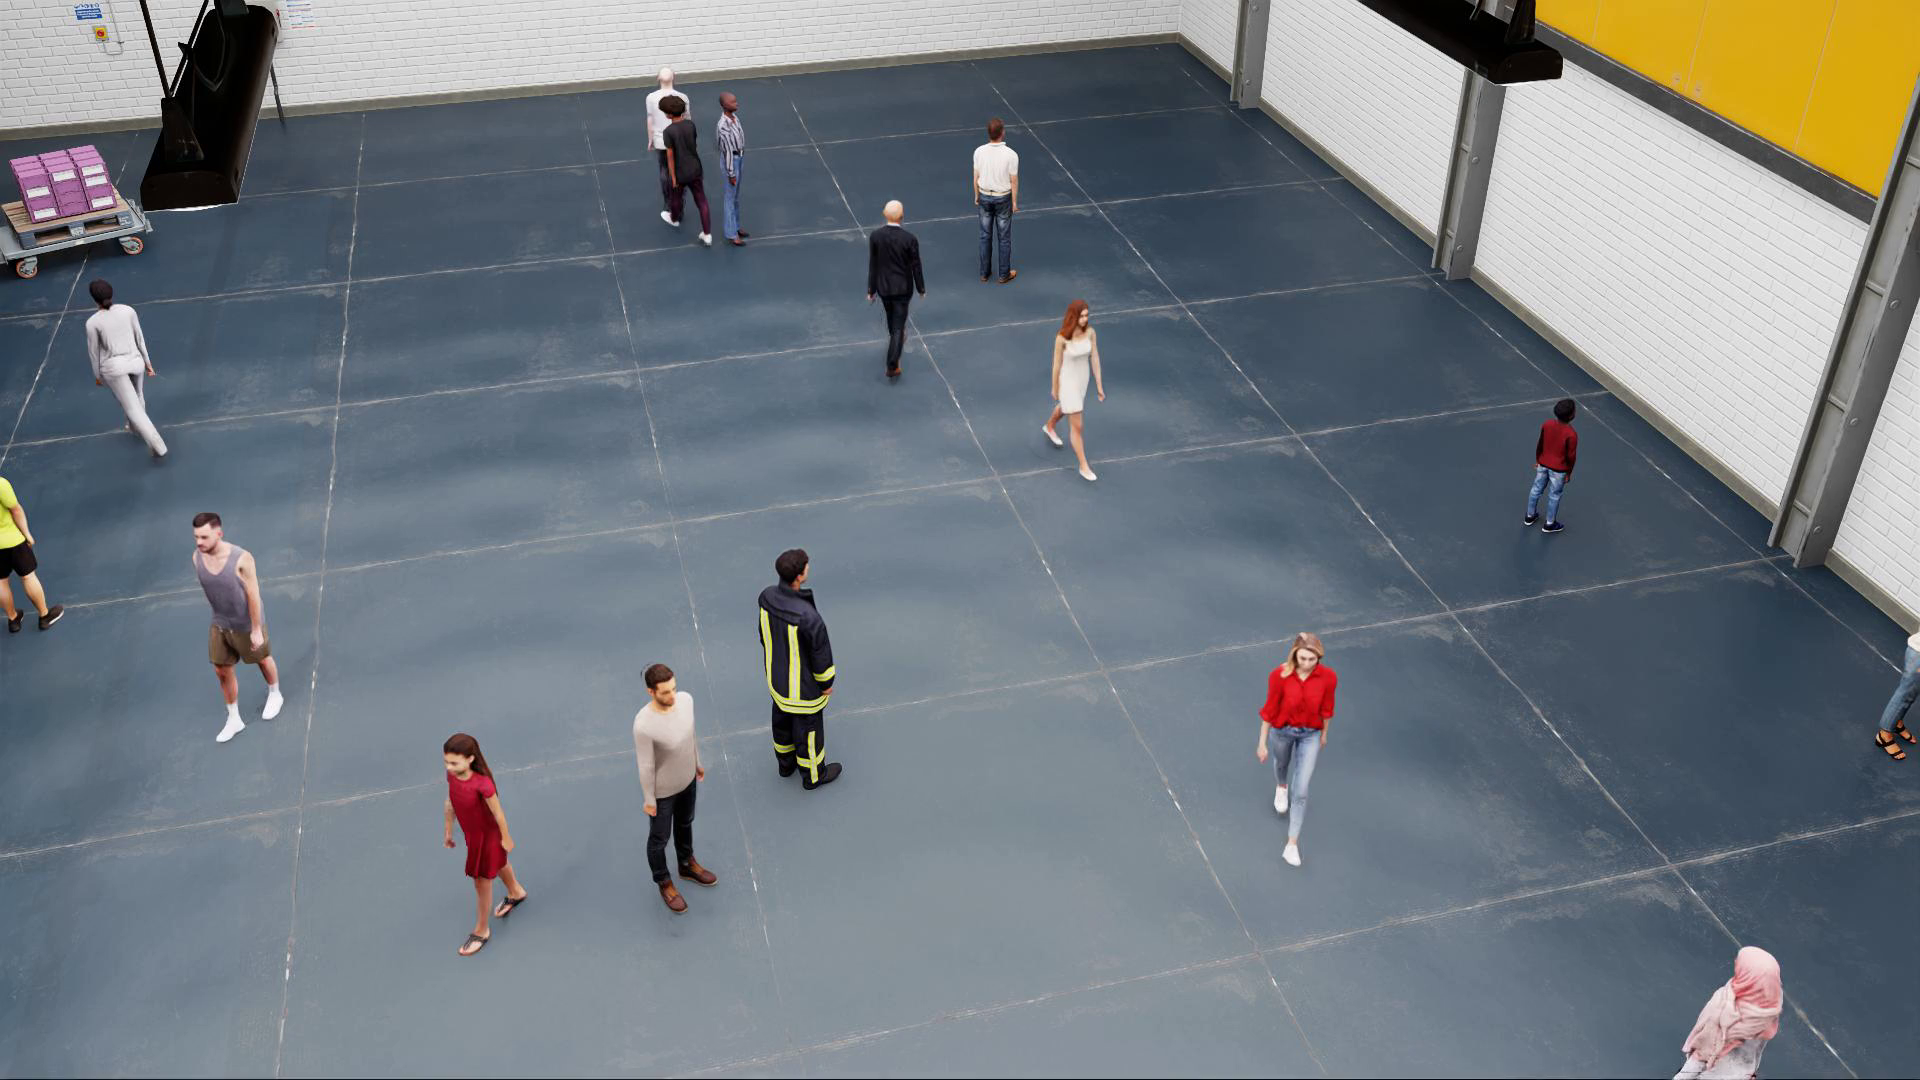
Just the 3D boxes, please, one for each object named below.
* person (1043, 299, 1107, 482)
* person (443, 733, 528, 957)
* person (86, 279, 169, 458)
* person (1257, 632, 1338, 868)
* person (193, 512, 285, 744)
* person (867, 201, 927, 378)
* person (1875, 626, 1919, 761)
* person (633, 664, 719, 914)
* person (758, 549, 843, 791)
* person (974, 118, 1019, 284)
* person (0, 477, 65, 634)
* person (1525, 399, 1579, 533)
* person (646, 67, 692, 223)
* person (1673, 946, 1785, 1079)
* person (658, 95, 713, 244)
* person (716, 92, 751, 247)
[{"bbox_3d":[0.995,-1.455,15.194,0.751,1.666,1.244,-16,37,-22],"label":"person"},{"bbox_3d":[-2.948,1.777,10.454,0.888,1.530,0.937,19,38,26],"label":"person"},{"bbox_3d":[-7.654,-1.541,15.292,1.204,1.701,1.046,25,41,33],"label":"person"},{"bbox_3d":[2.228,1.264,11.115,0.927,1.653,1.210,4,34,6],"label":"person"},{"bbox_3d":[-5.213,0.528,12.122,0.817,1.828,0.967,4,34,6],"label":"person"},{"bbox_3d":[-0.668,-2.480,16.646,1.090,1.766,1.318,8,34,11],"label":"person"},{"bbox_3d":[6.875,0.784,11.810,0.705,1.683,0.697,29,43,36],"label":"person"},{"bbox_3d":[-1.832,1.523,10.533,0.777,1.865,0.740,21,39,29],"label":"person"},{"bbox_3d":[-1.127,0.886,11.435,0.835,1.928,0.948,26,41,33],"label":"person"},{"bbox_3d":[0.385,-3.777,18.517,0.746,1.854,0.764,11,35,16],"label":"person"},{"bbox_3d":[-7.525,-0.038,13.023,0.648,1.707,0.574,-4,34,-5],"label":"person"},{"bbox_3d":[5.127,-0.658,14.365,0.634,1.255,0.531,-25,41,-32],"label":"person"},{"bbox_3d":[-3.482,-4.720,19.980,0.799,1.804,1.054,-3,34,-5],"label":"person"},{"bbox_3d":[4.015,2.829,8.632,0.745,1.795,0.742,-19,38,-27],"label":"person"},{"bbox_3d":[-3.154,-4.284,19.390,0.959,1.733,1.218,-22,40,-30],"label":"person"},{"bbox_3d":[-2.671,-4.352,19.435,0.755,1.795,0.603,4,34,6],"label":"person"}]
